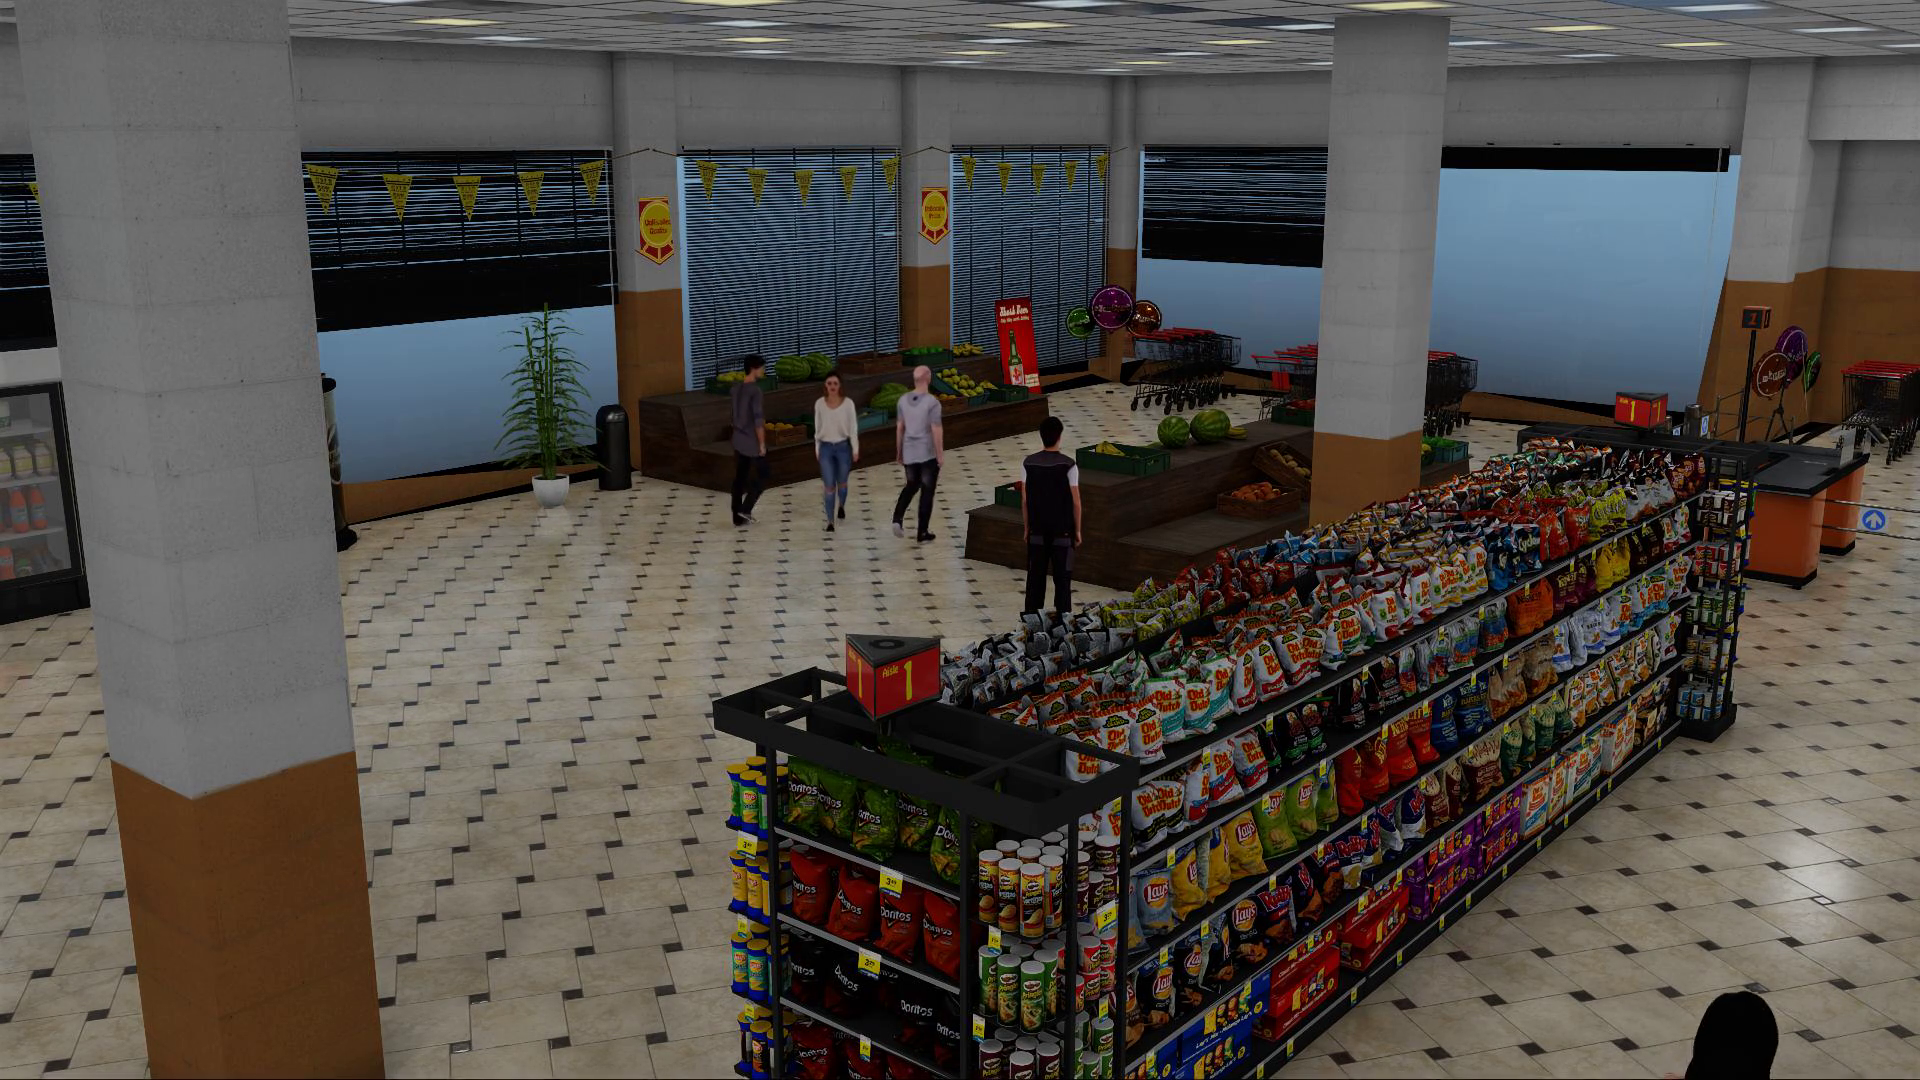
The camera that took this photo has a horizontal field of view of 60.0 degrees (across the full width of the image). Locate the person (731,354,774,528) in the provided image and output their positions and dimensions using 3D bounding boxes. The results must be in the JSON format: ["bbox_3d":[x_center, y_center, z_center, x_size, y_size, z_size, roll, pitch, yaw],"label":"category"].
[{"bbox_3d":[-2.272,-1.010,17.405,0.760,1.829,0.644,11,18,39],"label":"person"}]

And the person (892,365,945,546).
[{"bbox_3d":[-0.440,-0.827,16.668,0.706,1.822,0.815,8,16,31],"label":"person"}]

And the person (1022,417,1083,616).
[{"bbox_3d":[0.743,-0.092,13.578,0.730,1.849,0.710,4,14,17],"label":"person"}]

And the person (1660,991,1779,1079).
[{"bbox_3d":[2.067,2.120,4.665,0.809,1.752,0.678,-13,18,-42],"label":"person"}]

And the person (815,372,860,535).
[{"bbox_3d":[-1.296,-0.916,17.407,1.112,1.646,1.207,0,14,-2],"label":"person"}]
